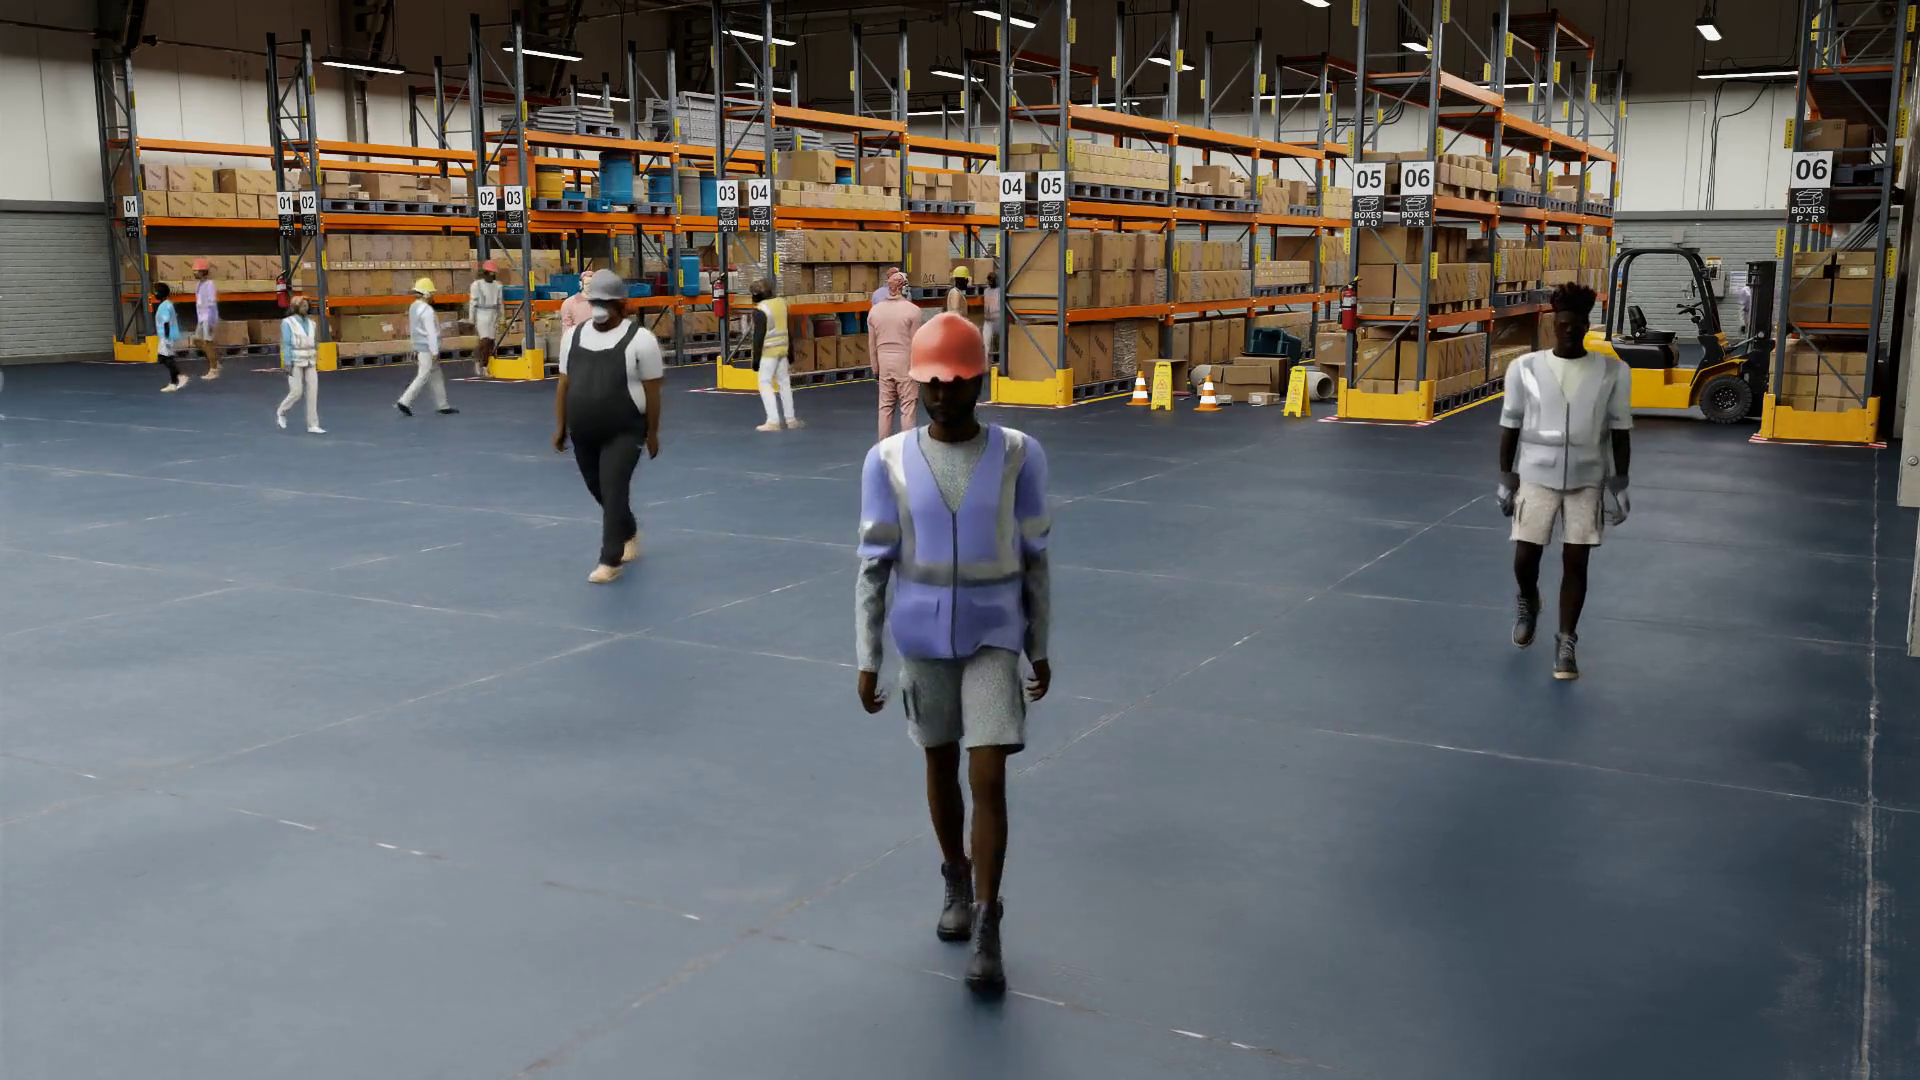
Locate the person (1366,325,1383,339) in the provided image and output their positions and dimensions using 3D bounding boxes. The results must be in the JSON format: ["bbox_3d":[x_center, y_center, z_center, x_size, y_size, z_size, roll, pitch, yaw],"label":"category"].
[{"bbox_3d":[8.243,-4.525,32.923,0.642,1.972,0.510,2,10,13],"label":"person"}]

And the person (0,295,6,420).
[{"bbox_3d":[-12.138,-2.326,20.772,0.521,1.718,0.509,-8,12,-39],"label":"person"}]

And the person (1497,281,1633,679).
[{"bbox_3d":[3.016,-0.309,8.307,0.635,1.951,0.604,3,10,16],"label":"person"}]

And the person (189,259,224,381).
[{"bbox_3d":[-12.591,-3.664,27.720,0.415,2.029,0.650,-8,13,-40],"label":"person"}]

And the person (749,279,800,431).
[{"bbox_3d":[-2.229,-2.200,19.840,0.434,1.806,0.778,5,11,27],"label":"person"}]

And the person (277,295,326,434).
[{"bbox_3d":[-7.731,-2.050,19.441,0.549,1.622,0.527,5,11,26],"label":"person"}]

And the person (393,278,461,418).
[{"bbox_3d":[-6.926,-2.474,21.440,0.840,1.803,0.595,-6,12,-33],"label":"person"}]

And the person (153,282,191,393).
[{"bbox_3d":[-11.992,-3.064,25.201,0.388,1.682,0.540,-3,10,-17],"label":"person"}]

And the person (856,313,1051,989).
[{"bbox_3d":[-0.027,0.315,4.782,0.564,1.902,0.858,1,10,4],"label":"person"}]

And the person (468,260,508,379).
[{"bbox_3d":[-7.934,-3.701,27.986,0.530,2.012,0.614,6,11,30],"label":"person"}]

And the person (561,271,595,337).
[{"bbox_3d":[-4.219,-2.115,19.018,0.639,1.908,0.409,-6,11,-32],"label":"person"}]

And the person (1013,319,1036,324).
[{"bbox_3d":[1.188,-3.910,29.783,0.531,1.814,0.979,4,10,21],"label":"person"}]

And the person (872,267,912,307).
[{"bbox_3d":[-0.949,-3.002,24.209,0.649,1.907,0.409,4,10,22],"label":"person"}]

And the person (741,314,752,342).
[{"bbox_3d":[-5.065,-5.705,40.137,0.605,1.865,0.645,4,11,24],"label":"person"}]

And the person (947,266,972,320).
[{"bbox_3d":[-0.010,-3.137,24.948,0.386,1.922,0.594,0,10,0],"label":"person"}]

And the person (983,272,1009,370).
[{"bbox_3d":[0.643,-3.945,30.078,0.627,1.797,0.945,7,12,37],"label":"person"}]

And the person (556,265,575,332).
[{"bbox_3d":[-7.673,-4.381,32.313,0.629,1.909,0.859,6,12,33],"label":"person"}]

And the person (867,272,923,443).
[{"bbox_3d":[-0.600,-1.715,16.672,0.639,1.910,0.406,6,11,30],"label":"person"}]

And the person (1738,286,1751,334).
[{"bbox_3d":[13.658,-3.731,28.534,0.639,1.888,0.836,0,10,3],"label":"person"}]

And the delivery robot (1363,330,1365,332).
[{"bbox_3d":[8.949,-4.679,37.701,0.707,0.478,0.477,0,10,-3],"label":"delivery robot"}]

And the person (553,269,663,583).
[{"bbox_3d":[-2.274,-0.796,10.900,0.682,2.000,0.949,3,10,18],"label":"person"}]

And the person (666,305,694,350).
[{"bbox_3d":[-6.272,-5.220,37.242,0.570,1.892,0.957,3,10,17],"label":"person"}]
